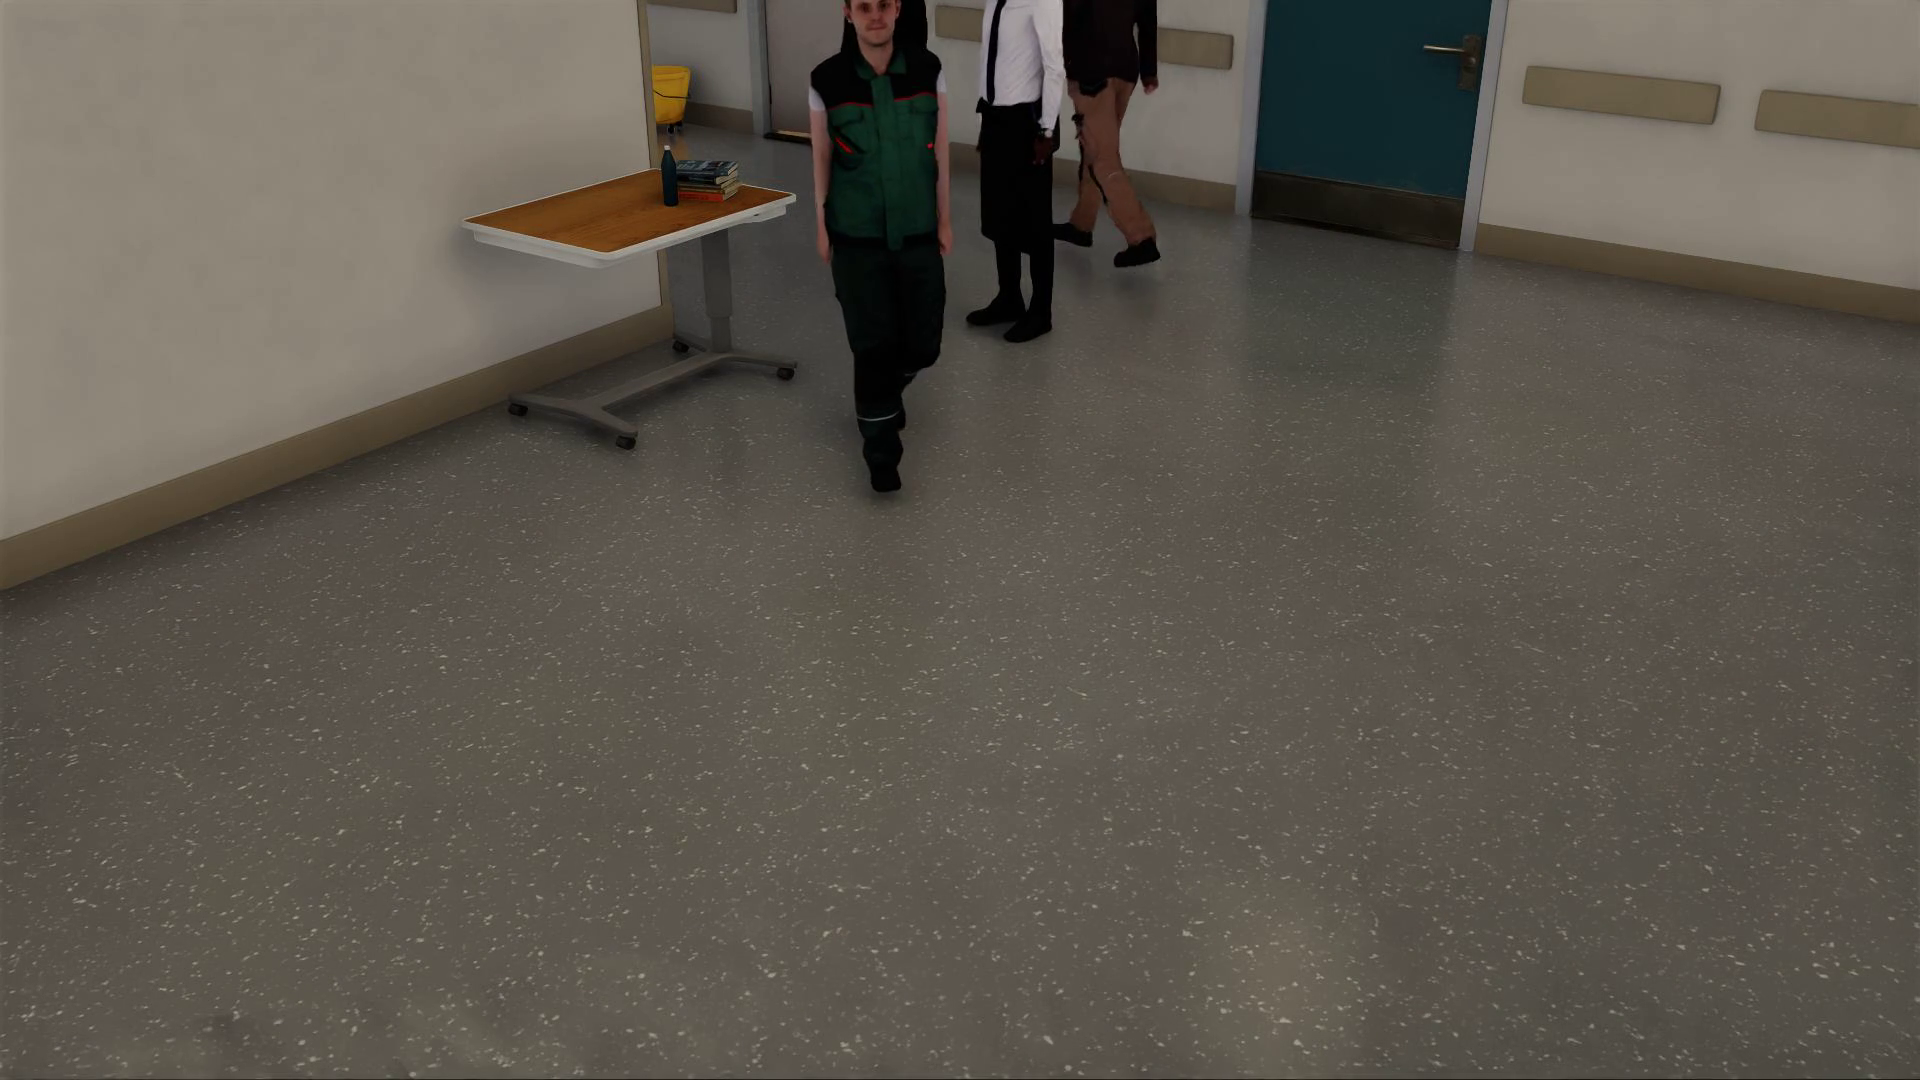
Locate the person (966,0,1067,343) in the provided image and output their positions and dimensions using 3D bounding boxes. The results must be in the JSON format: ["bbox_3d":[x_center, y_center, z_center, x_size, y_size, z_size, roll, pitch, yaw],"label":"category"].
[{"bbox_3d":[0.262,-1.815,7.374,0.771,1.834,0.599,-17,31,-32],"label":"person"}]

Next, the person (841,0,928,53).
[{"bbox_3d":[-0.338,-2.143,8.195,0.725,1.711,0.691,-18,31,-32],"label":"person"}]

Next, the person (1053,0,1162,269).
[{"bbox_3d":[0.755,-2.251,8.223,0.901,1.882,1.266,-18,31,-33],"label":"person"}]

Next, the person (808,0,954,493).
[{"bbox_3d":[-0.274,-1.105,5.907,0.963,1.826,1.056,-7,27,-14],"label":"person"}]
